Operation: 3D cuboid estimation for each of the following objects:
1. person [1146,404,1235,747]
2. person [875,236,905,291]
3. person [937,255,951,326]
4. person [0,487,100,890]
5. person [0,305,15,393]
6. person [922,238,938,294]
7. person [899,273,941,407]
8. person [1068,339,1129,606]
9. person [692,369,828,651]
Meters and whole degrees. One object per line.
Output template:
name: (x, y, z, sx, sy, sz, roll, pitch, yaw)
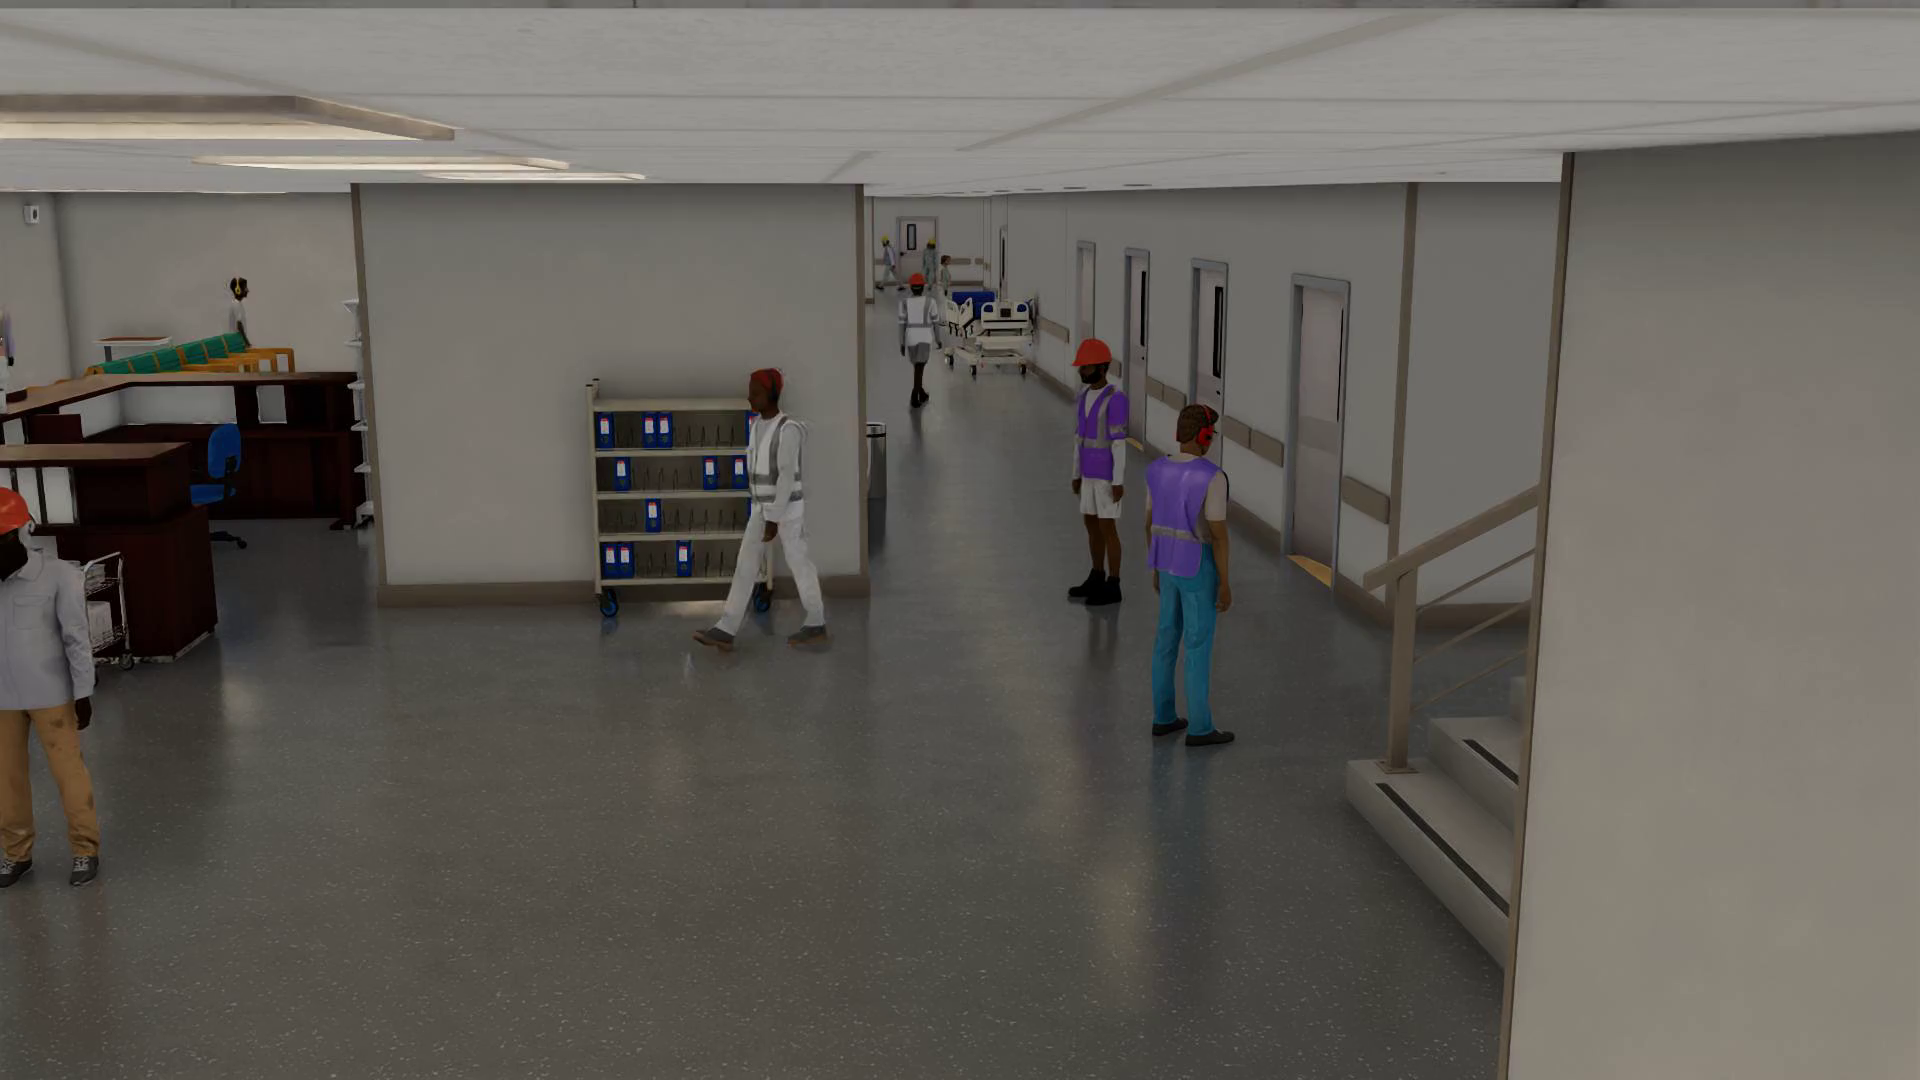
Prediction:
person: (1.215, 0.191, 8.927, 0.389, 1.838, 0.563, -9, 15, -37)
person: (-2.241, -8.909, 53.624, 1.008, 1.749, 0.597, 1, 12, 7)
person: (-0.369, -5.817, 38.781, 0.315, 1.636, 0.514, -2, 12, -8)
person: (-3.950, 0.631, 7.015, 0.563, 1.742, 0.361, -1, 12, -5)
person: (-12.834, -2.427, 21.824, 0.775, 1.810, 0.434, -7, 13, -31)
person: (-0.946, -8.581, 52.101, 0.519, 1.710, 0.549, 5, 12, 22)
person: (-0.600, -2.851, 23.718, 0.551, 1.888, 1.026, 3, 12, 16)
person: (0.983, -0.491, 12.054, 0.393, 1.929, 0.548, -7, 13, -29)
person: (-1.255, -0.177, 10.732, 0.960, 1.832, 0.584, -9, 15, -38)
